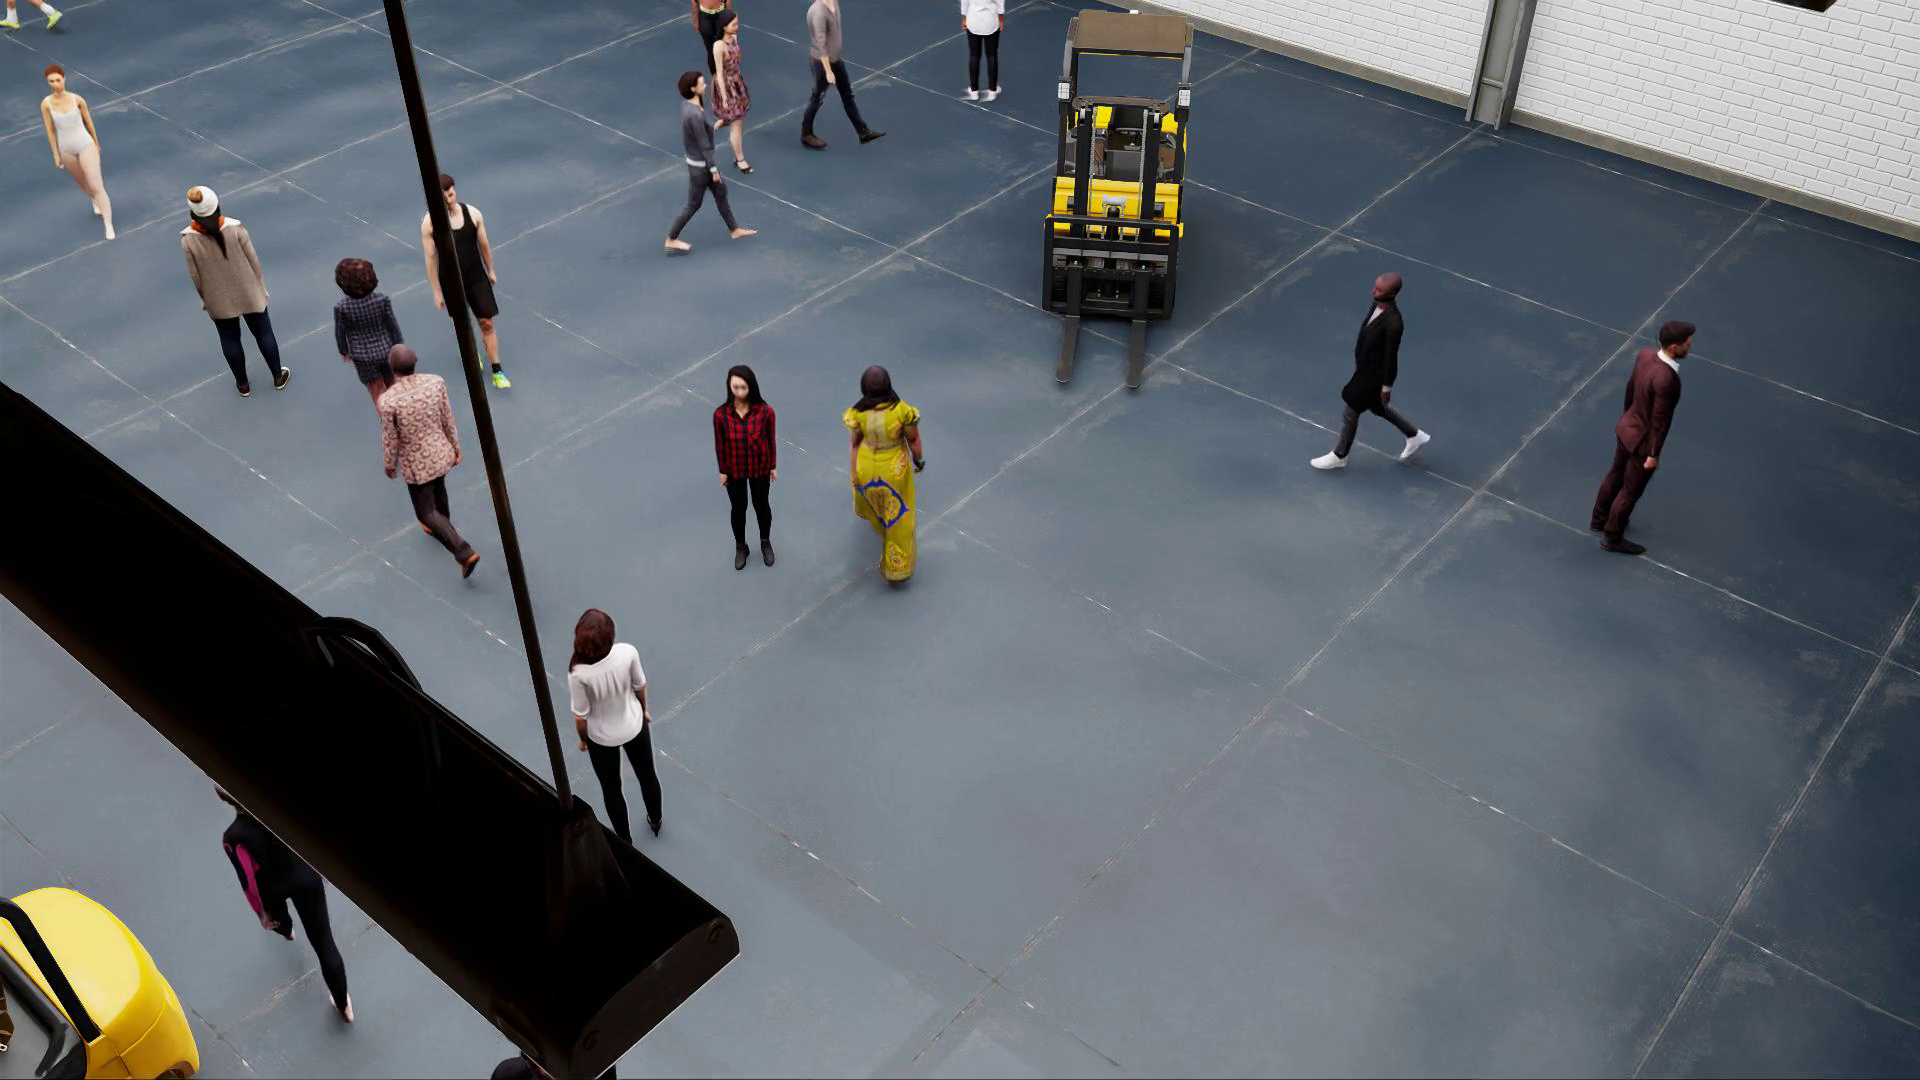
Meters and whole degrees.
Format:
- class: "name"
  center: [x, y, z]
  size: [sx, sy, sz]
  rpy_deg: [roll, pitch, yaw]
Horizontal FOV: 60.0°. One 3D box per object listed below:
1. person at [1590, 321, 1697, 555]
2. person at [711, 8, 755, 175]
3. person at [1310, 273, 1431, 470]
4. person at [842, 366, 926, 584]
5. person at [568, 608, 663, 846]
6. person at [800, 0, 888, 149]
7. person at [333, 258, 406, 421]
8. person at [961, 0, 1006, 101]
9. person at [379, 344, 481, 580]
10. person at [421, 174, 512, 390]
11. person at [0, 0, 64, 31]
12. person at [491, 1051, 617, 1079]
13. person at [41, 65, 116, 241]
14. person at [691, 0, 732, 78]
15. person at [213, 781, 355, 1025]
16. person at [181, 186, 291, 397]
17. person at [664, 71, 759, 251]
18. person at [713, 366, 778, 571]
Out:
- class: "person"
  center: [4.872, -0.751, 11.892]
  size: [0.816, 1.863, 0.768]
  rpy_deg: [-2, 39, -2]
- class: "person"
  center: [-2.374, -4.473, 16.640]
  size: [1.001, 1.753, 0.842]
  rpy_deg: [9, 40, 11]
- class: "person"
  center: [3.249, -1.252, 12.628]
  size: [1.221, 1.728, 1.127]
  rpy_deg: [0, 39, 0]
- class: "person"
  center: [-0.550, -0.421, 11.678]
  size: [1.218, 1.613, 1.183]
  rpy_deg: [5, 39, 7]
- class: "person"
  center: [-1.982, 1.117, 9.608]
  size: [0.668, 1.794, 0.618]
  rpy_deg: [-22, 44, -25]
- class: "person"
  center: [-1.451, -4.908, 17.100]
  size: [1.235, 1.860, 0.936]
  rpy_deg: [13, 40, 16]
- class: "person"
  center: [-4.485, -1.344, 12.803]
  size: [0.879, 1.653, 1.141]
  rpy_deg: [-19, 42, -22]
- class: "person"
  center: [0.252, -5.690, 18.121]
  size: [0.680, 1.808, 0.778]
  rpy_deg: [4, 39, 5]
- class: "person"
  center: [-3.720, -0.531, 11.686]
  size: [1.123, 1.776, 0.713]
  rpy_deg: [25, 45, 28]
- class: "person"
  center: [-4.110, -2.188, 13.698]
  size: [0.970, 1.854, 1.160]
  rpy_deg: [-17, 42, -20]
- class: "person"
  center: [-11.208, -6.875, 19.603]
  size: [1.203, 1.809, 1.093]
  rpy_deg: [0, 39, 0]
- class: "person"
  center: [-1.758, 2.722, 7.531]
  size: [0.768, 1.879, 0.798]
  rpy_deg: [-6, 39, -8]
- class: "person"
  center: [-8.401, -3.727, 15.825]
  size: [0.899, 1.605, 1.130]
  rpy_deg: [-14, 41, -16]
- class: "person"
  center: [-2.693, -5.724, 18.217]
  size: [0.738, 1.741, 0.798]
  rpy_deg: [-2, 39, -3]
- class: "person"
  center: [-3.491, 1.892, 8.726]
  size: [0.753, 1.684, 1.223]
  rpy_deg: [-25, 45, -28]
- class: "person"
  center: [-5.910, -2.035, 13.480]
  size: [0.817, 1.887, 0.842]
  rpy_deg: [-13, 40, -15]
- class: "person"
  center: [-2.481, -3.461, 15.395]
  size: [1.100, 1.726, 1.164]
  rpy_deg: [-11, 40, -13]
- class: "person"
  center: [-1.510, -0.521, 11.768]
  size: [0.659, 1.658, 0.704]
  rpy_deg: [-6, 39, -7]
